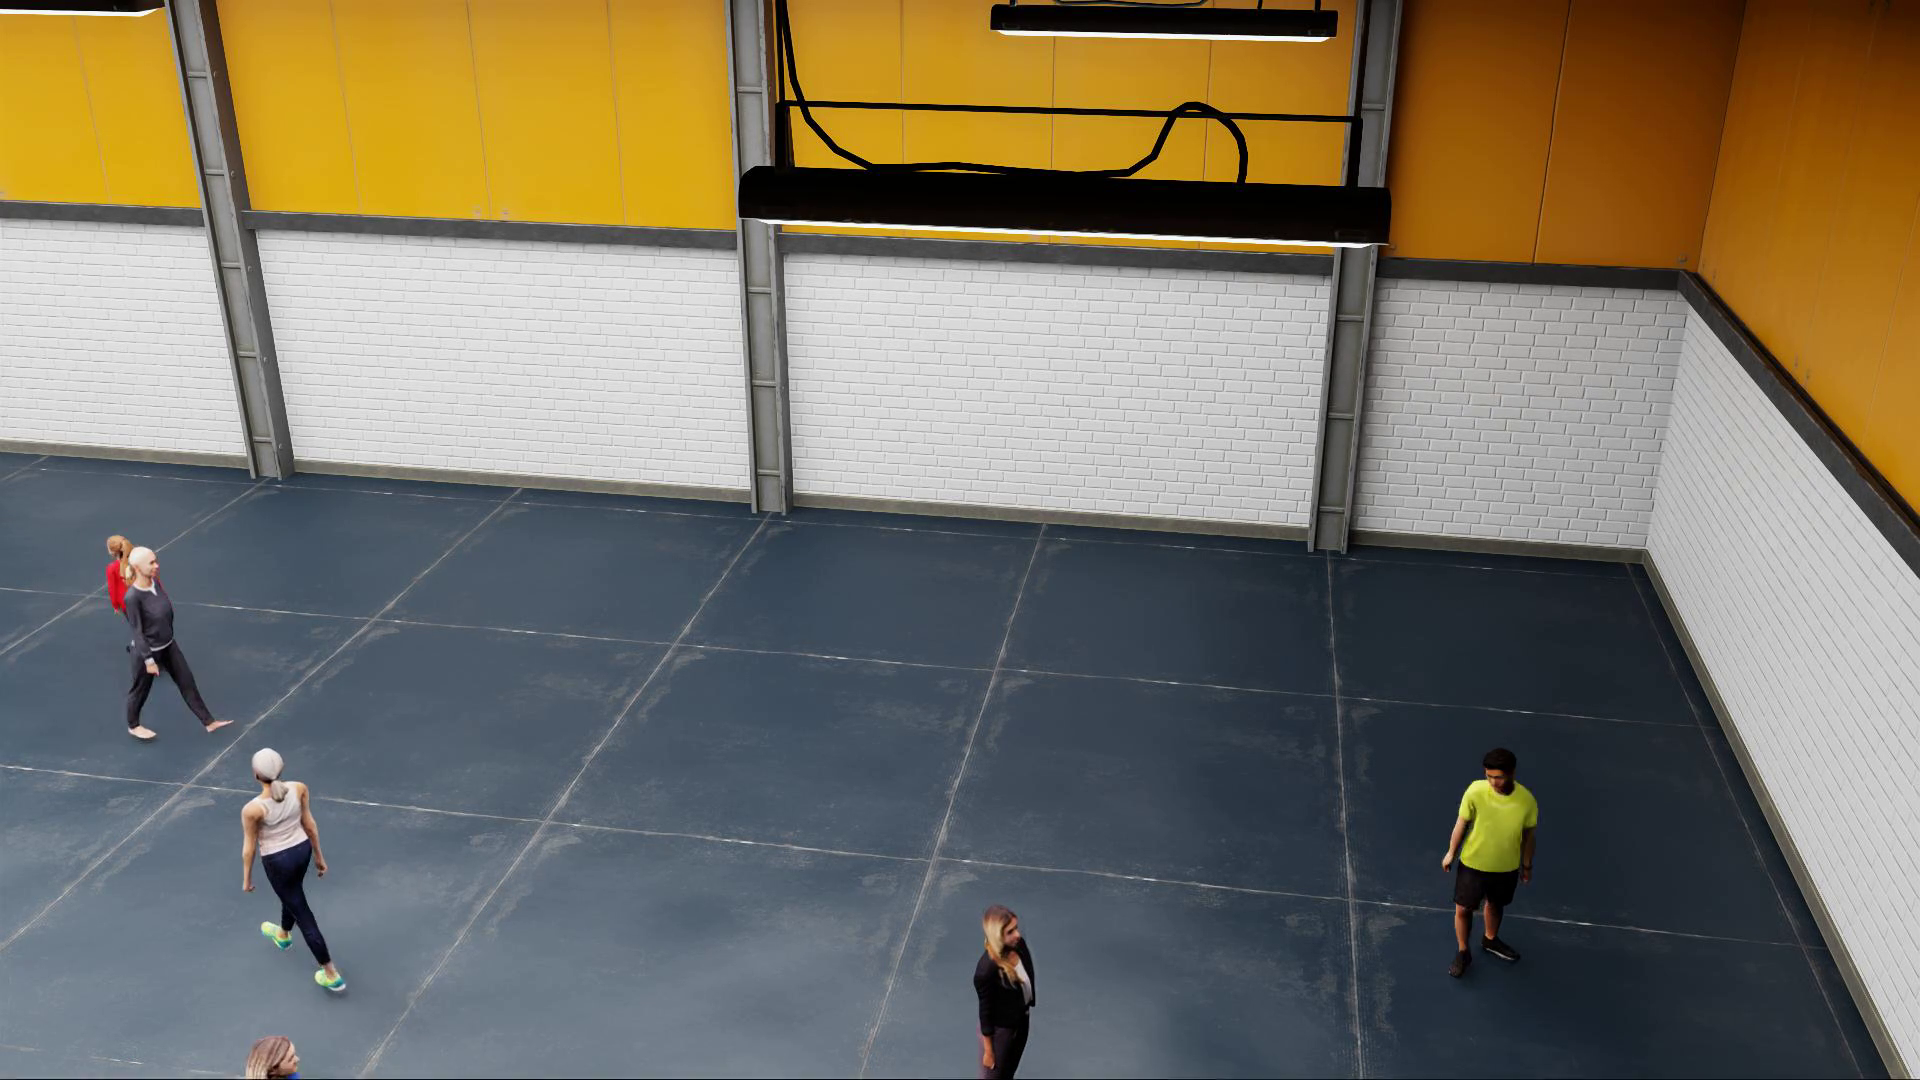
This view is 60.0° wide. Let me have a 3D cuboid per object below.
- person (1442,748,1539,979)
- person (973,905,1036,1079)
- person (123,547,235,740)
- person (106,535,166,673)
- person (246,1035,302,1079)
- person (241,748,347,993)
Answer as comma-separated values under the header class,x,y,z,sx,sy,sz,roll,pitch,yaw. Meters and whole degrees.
class,x,y,z,sx,sy,sz,roll,pitch,yaw
person,3.434,2.037,10.801,0.634,1.687,0.832,-2,24,-5
person,0.224,2.732,9.230,0.637,1.672,0.659,13,27,28
person,-6.617,0.874,13.478,1.101,1.672,0.665,4,24,9
person,-7.252,0.584,14.667,0.974,1.253,0.717,15,28,31
person,-3.450,3.175,8.201,0.779,1.683,0.744,-7,24,-15
person,-4.230,2.144,10.601,1.242,1.650,0.973,17,29,33
